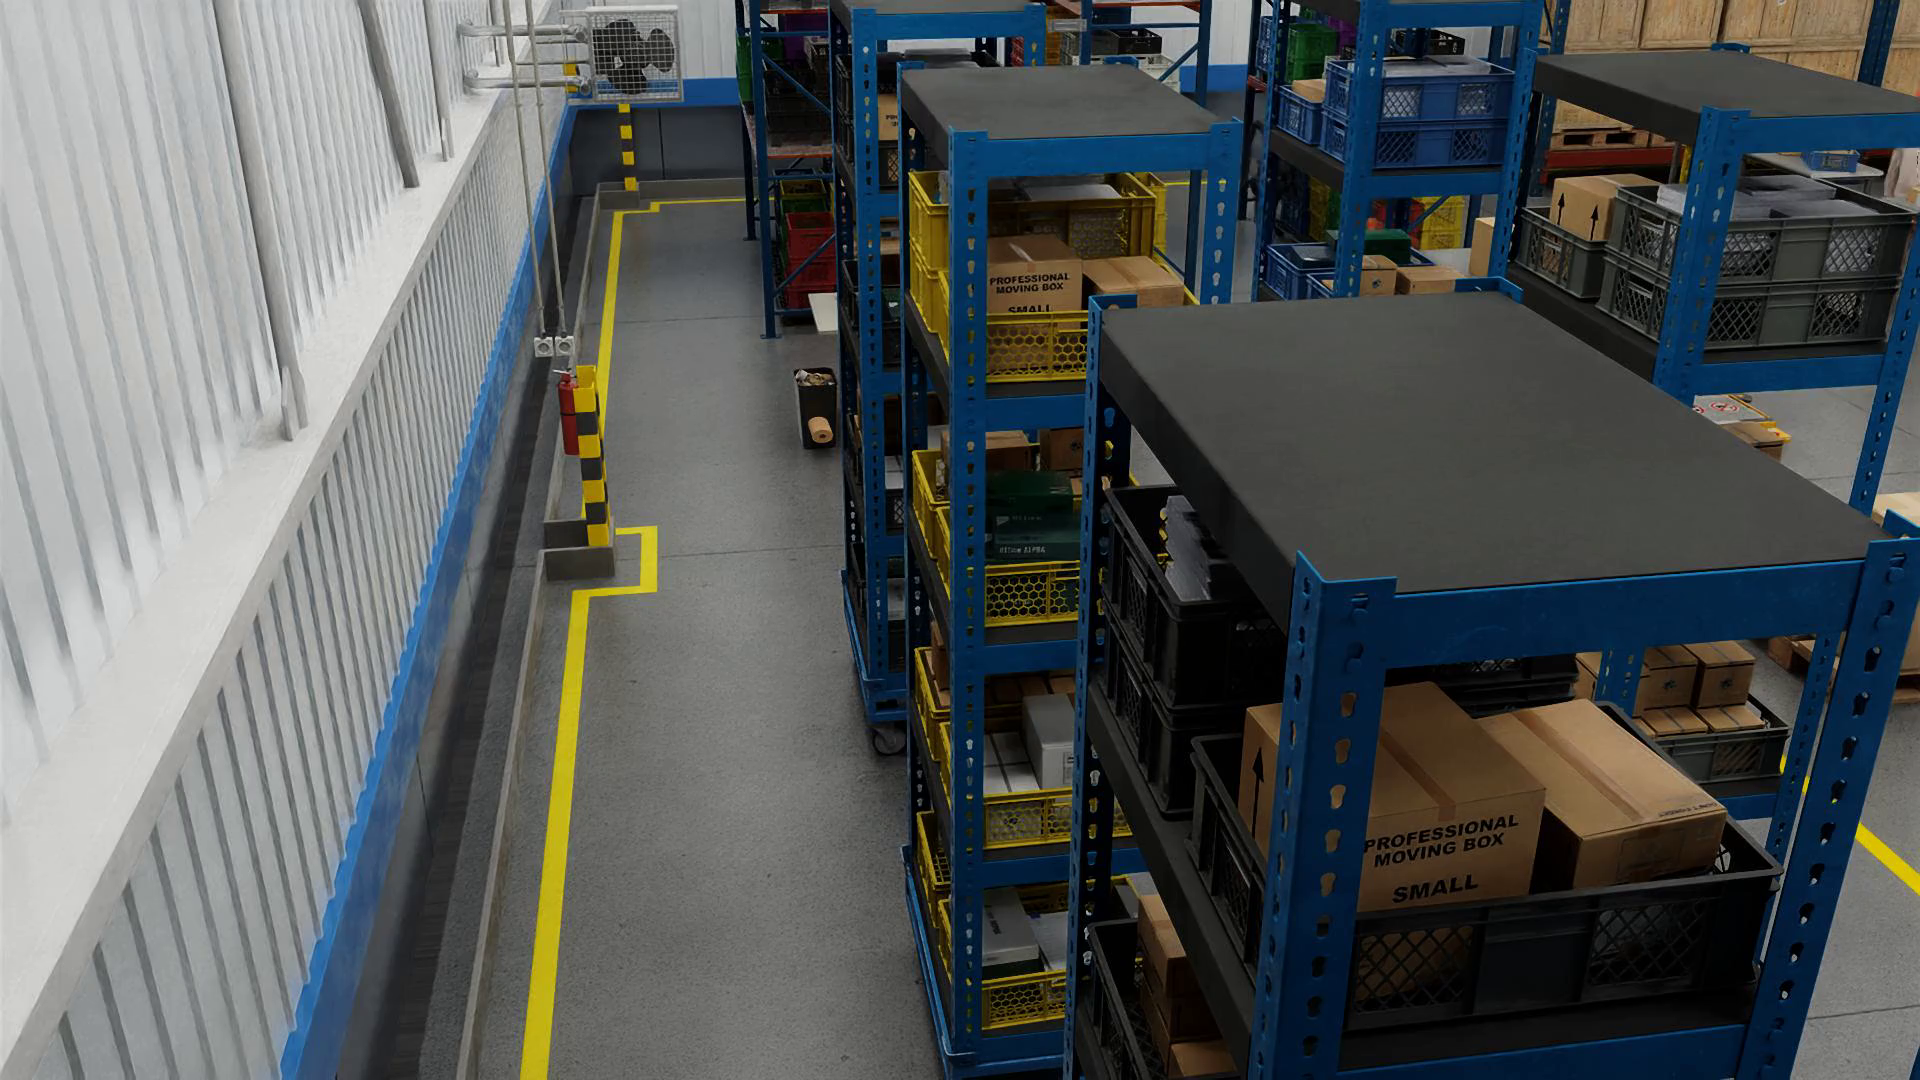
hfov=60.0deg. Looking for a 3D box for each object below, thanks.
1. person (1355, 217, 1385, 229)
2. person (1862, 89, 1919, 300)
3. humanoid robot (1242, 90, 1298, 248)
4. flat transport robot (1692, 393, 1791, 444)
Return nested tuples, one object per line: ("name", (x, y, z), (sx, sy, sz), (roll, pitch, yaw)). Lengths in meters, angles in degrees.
("person", (2.673, -1.184, 10.980), (0.581, 1.861, 0.787), (-8, 26, -17))
("person", (8.666, -3.114, 15.025), (0.644, 1.967, 0.642), (-12, 27, -24))
("humanoid robot", (3.108, -3.616, 16.490), (0.586, 1.632, 0.627), (-7, 26, -14))
("flat transport robot", (5.224, -0.859, 12.132), (1.431, 0.197, 0.652), (-4, 25, -8))
